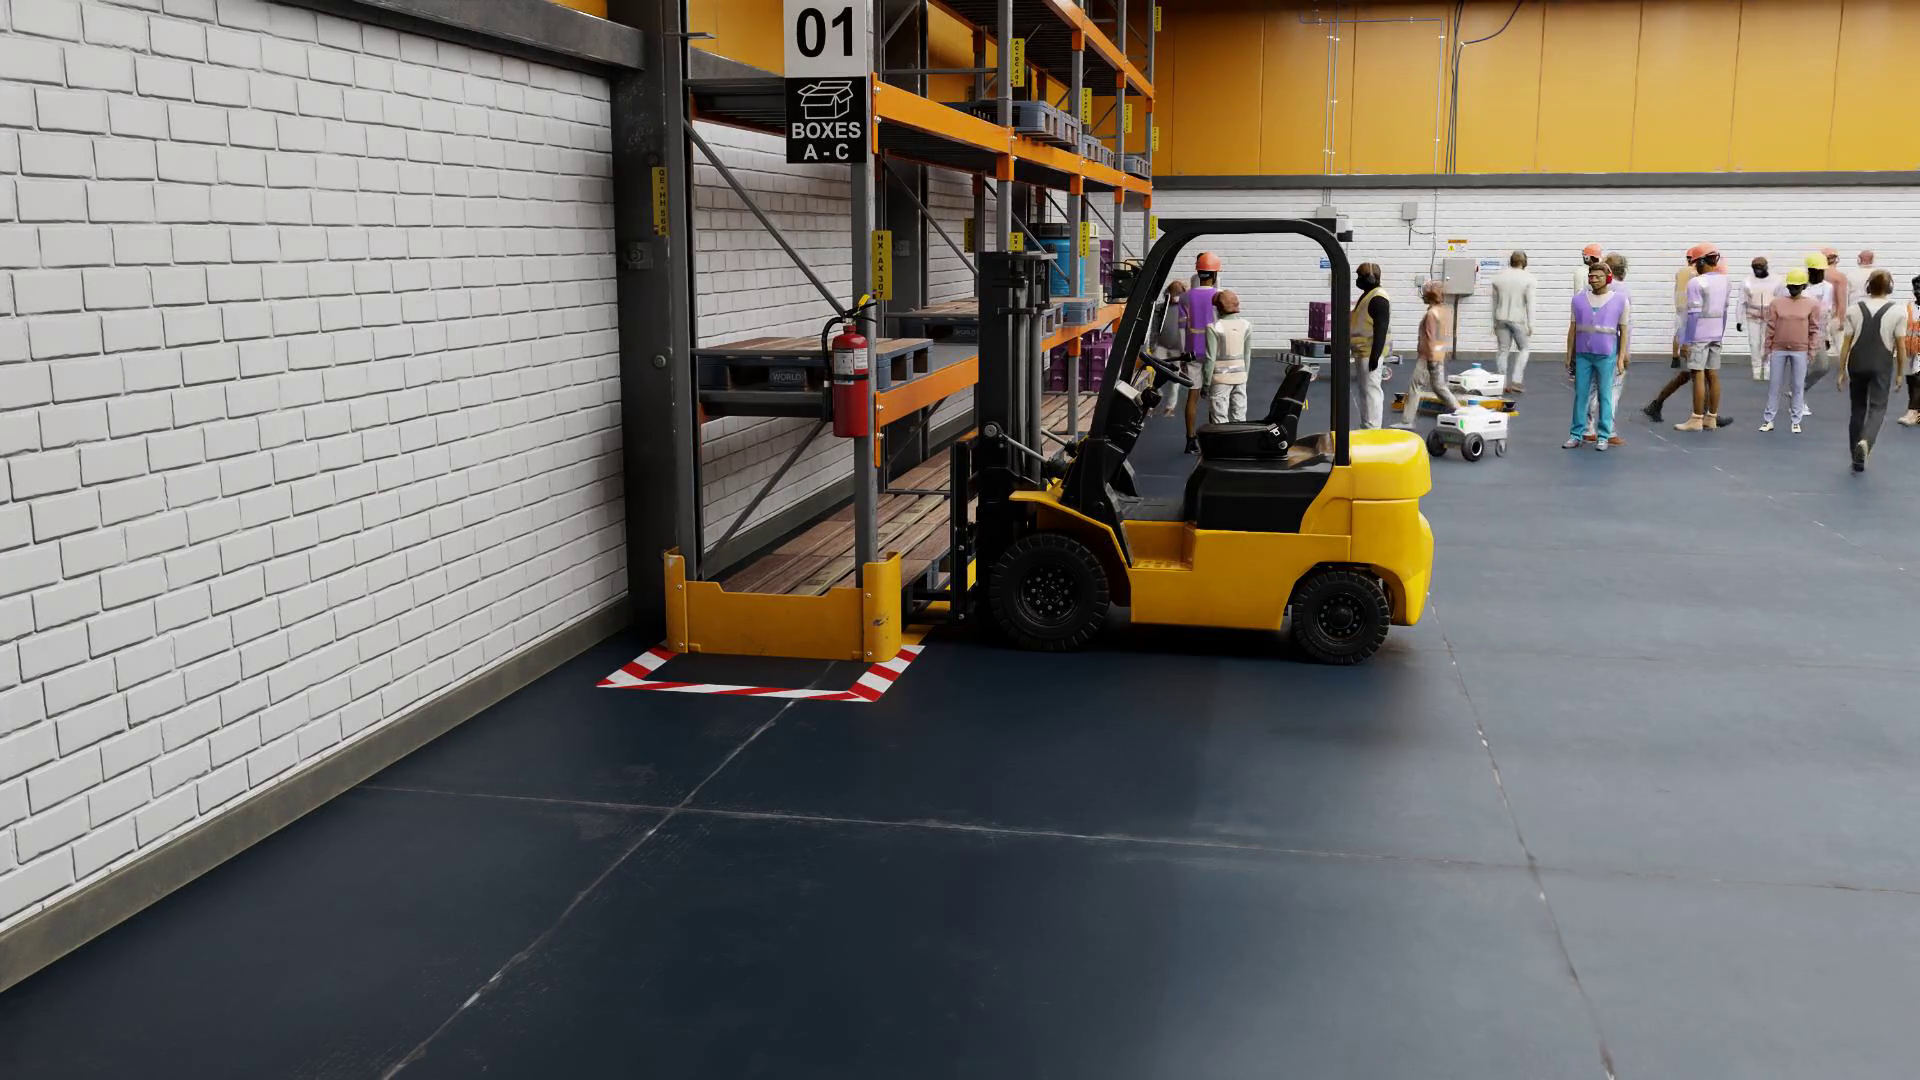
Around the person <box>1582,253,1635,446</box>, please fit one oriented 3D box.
[{"bbox_3d":[6.481,-1.901,16.692,0.365,1.932,0.677,-4,11,-23],"label":"person"}]

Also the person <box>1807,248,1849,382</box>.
[{"bbox_3d":[12.529,-3.230,23.969,0.853,1.930,0.663,-5,12,-27],"label":"person"}]

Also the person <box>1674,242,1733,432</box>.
[{"bbox_3d":[7.967,-2.171,17.877,0.609,2.031,0.408,-5,12,-28],"label":"person"}]

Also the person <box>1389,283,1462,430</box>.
[{"bbox_3d":[5.122,-1.978,17.965,0.786,1.601,0.517,6,12,29],"label":"person"}]

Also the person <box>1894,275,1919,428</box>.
[{"bbox_3d":[10.489,-2.070,18.319,0.832,1.658,0.538,-7,13,-34],"label":"person"}]

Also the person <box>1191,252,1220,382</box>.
[{"bbox_3d":[3.518,-3.226,24.133,0.521,1.860,0.327,8,13,36],"label":"person"}]

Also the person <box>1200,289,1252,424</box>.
[{"bbox_3d":[2.318,-1.356,14.479,0.514,1.640,0.311,-6,12,-31],"label":"person"}]

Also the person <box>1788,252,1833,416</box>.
[{"bbox_3d":[9.963,-2.409,19.514,0.608,1.908,0.435,-3,11,-16],"label":"person"}]

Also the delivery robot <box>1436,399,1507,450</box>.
[{"bbox_3d":[4.859,-1.096,15.774,0.707,0.478,0.477,-7,12,-34],"label":"delivery robot"}]

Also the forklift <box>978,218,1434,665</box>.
[{"bbox_3d":[1.285,-0.567,8.635,2.313,2.155,1.214,2,11,11],"label":"forklift"}]

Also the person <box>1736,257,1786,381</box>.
[{"bbox_3d":[11.620,-3.199,24.165,0.628,1.798,0.676,6,12,29],"label":"person"}]

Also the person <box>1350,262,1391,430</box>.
[{"bbox_3d":[4.108,-1.875,16.777,0.429,1.839,0.634,0,10,1],"label":"person"}]

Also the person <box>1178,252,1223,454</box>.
[{"bbox_3d":[2.367,-1.787,16.020,0.543,1.939,0.361,6,12,28],"label":"person"}]

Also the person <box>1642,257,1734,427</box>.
[{"bbox_3d":[8.132,-2.197,18.481,0.806,1.925,0.553,5,12,27],"label":"person"}]

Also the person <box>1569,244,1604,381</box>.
[{"bbox_3d":[9.070,-3.285,24.105,0.388,1.987,0.608,8,13,37],"label":"person"}]

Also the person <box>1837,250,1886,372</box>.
[{"bbox_3d":[13.855,-3.504,25.579,0.654,1.889,0.607,3,11,17],"label":"person"}]

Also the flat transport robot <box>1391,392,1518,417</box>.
[{"bbox_3d":[5.788,-1.589,19.513,0.652,0.197,1.431,-5,12,-26],"label":"flat transport robot"}]

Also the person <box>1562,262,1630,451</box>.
[{"bbox_3d":[6.258,-1.801,16.350,0.567,1.844,0.377,8,13,38],"label":"person"}]

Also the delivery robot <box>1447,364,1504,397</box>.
[{"bbox_3d":[6.246,-1.895,20.153,0.707,0.478,0.477,-6,12,-29],"label":"delivery robot"}]

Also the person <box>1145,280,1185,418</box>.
[{"bbox_3d":[2.394,-2.172,19.074,0.526,1.591,0.792,4,11,20],"label":"person"}]

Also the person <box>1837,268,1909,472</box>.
[{"bbox_3d":[8.078,-1.495,14.776,0.519,1.824,0.783,9,13,39],"label":"person"}]

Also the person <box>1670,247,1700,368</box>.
[{"bbox_3d":[11.602,-3.688,26.456,0.374,1.934,0.548,-3,11,-15],"label":"person"}]

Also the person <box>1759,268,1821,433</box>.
[{"bbox_3d":[8.882,-2.019,17.795,0.524,1.759,0.328,7,12,33],"label":"person"}]

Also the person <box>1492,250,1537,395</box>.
[{"bbox_3d":[7.326,-2.873,22.039,0.648,1.915,0.483,9,14,42],"label":"person"}]
